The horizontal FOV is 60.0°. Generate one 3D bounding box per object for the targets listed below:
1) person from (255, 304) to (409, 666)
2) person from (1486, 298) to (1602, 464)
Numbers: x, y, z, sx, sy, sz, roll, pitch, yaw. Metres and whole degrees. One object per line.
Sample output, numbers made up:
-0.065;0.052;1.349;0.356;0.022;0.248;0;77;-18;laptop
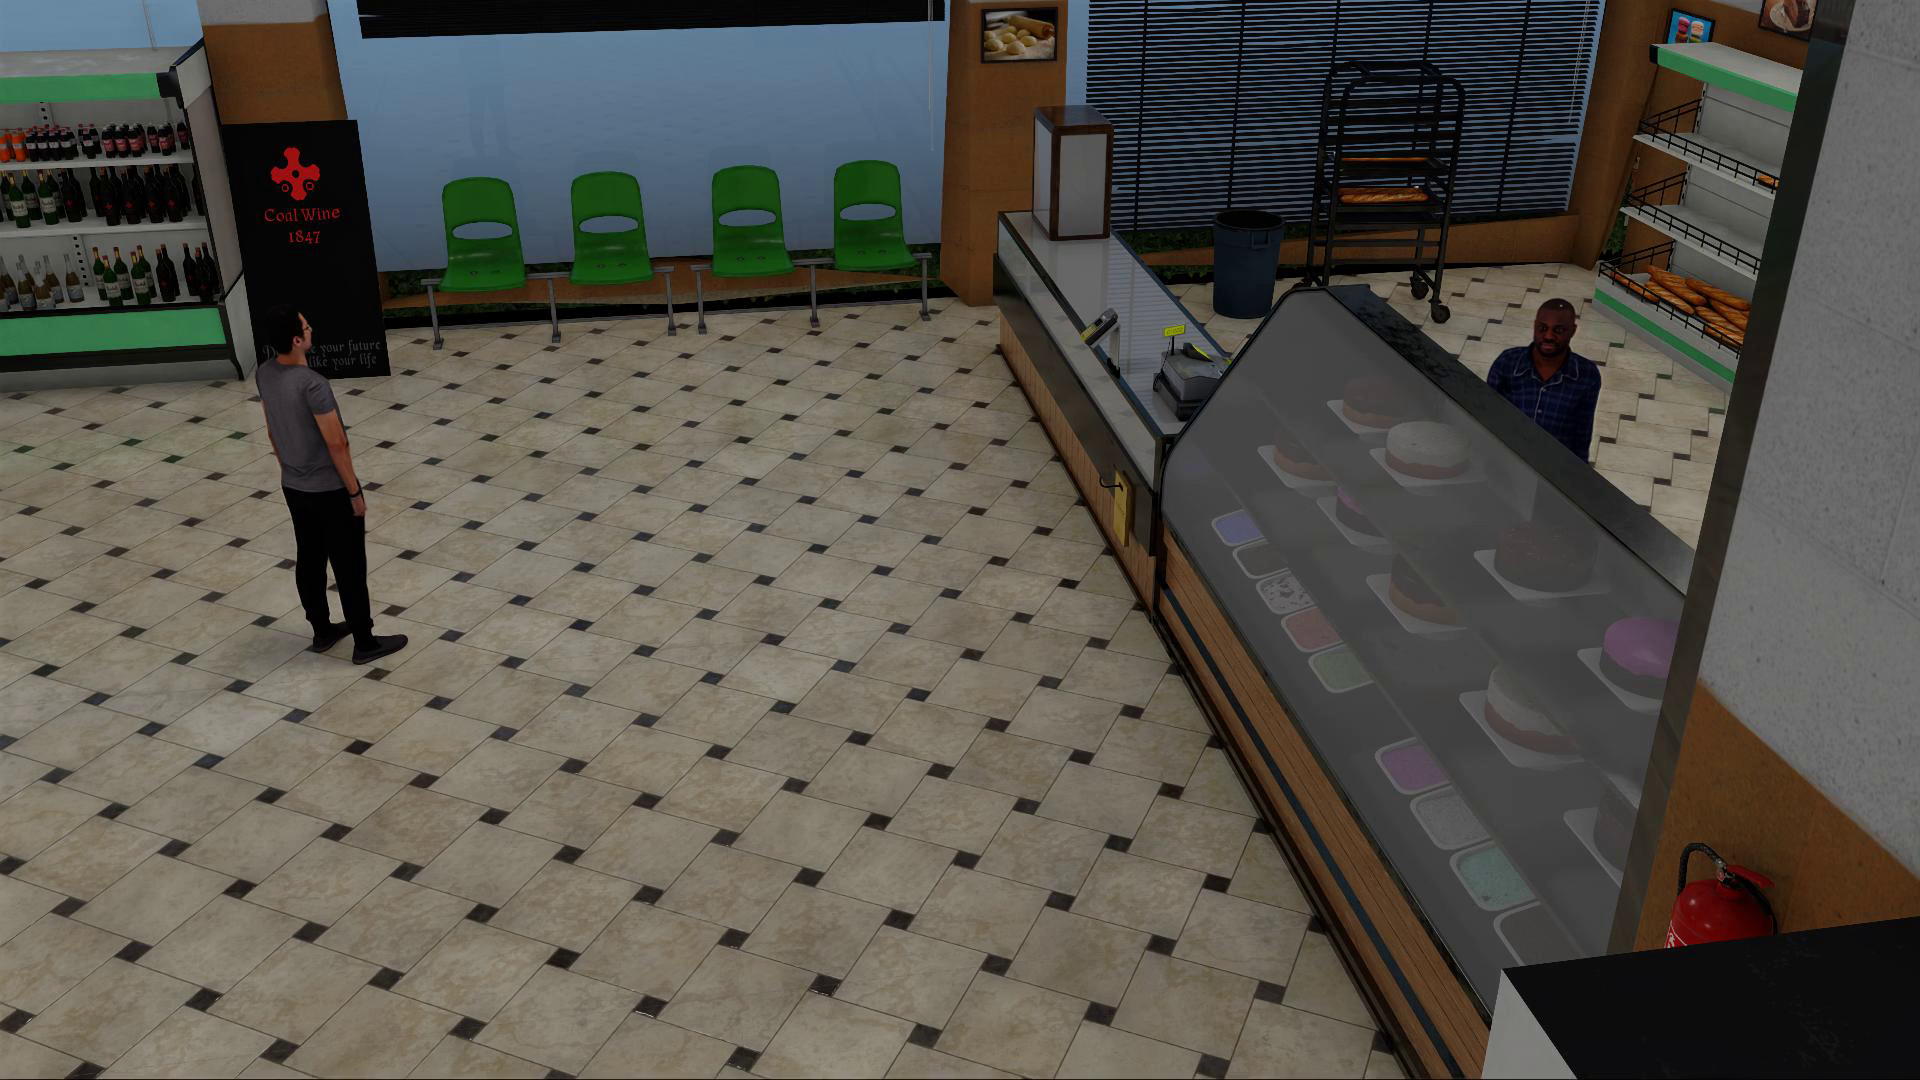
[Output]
-2.974;-0.256;7.709;0.680;1.755;0.762;14;30;25;person
2.581;-0.233;7.588;0.728;1.824;0.832;10;28;18;person
